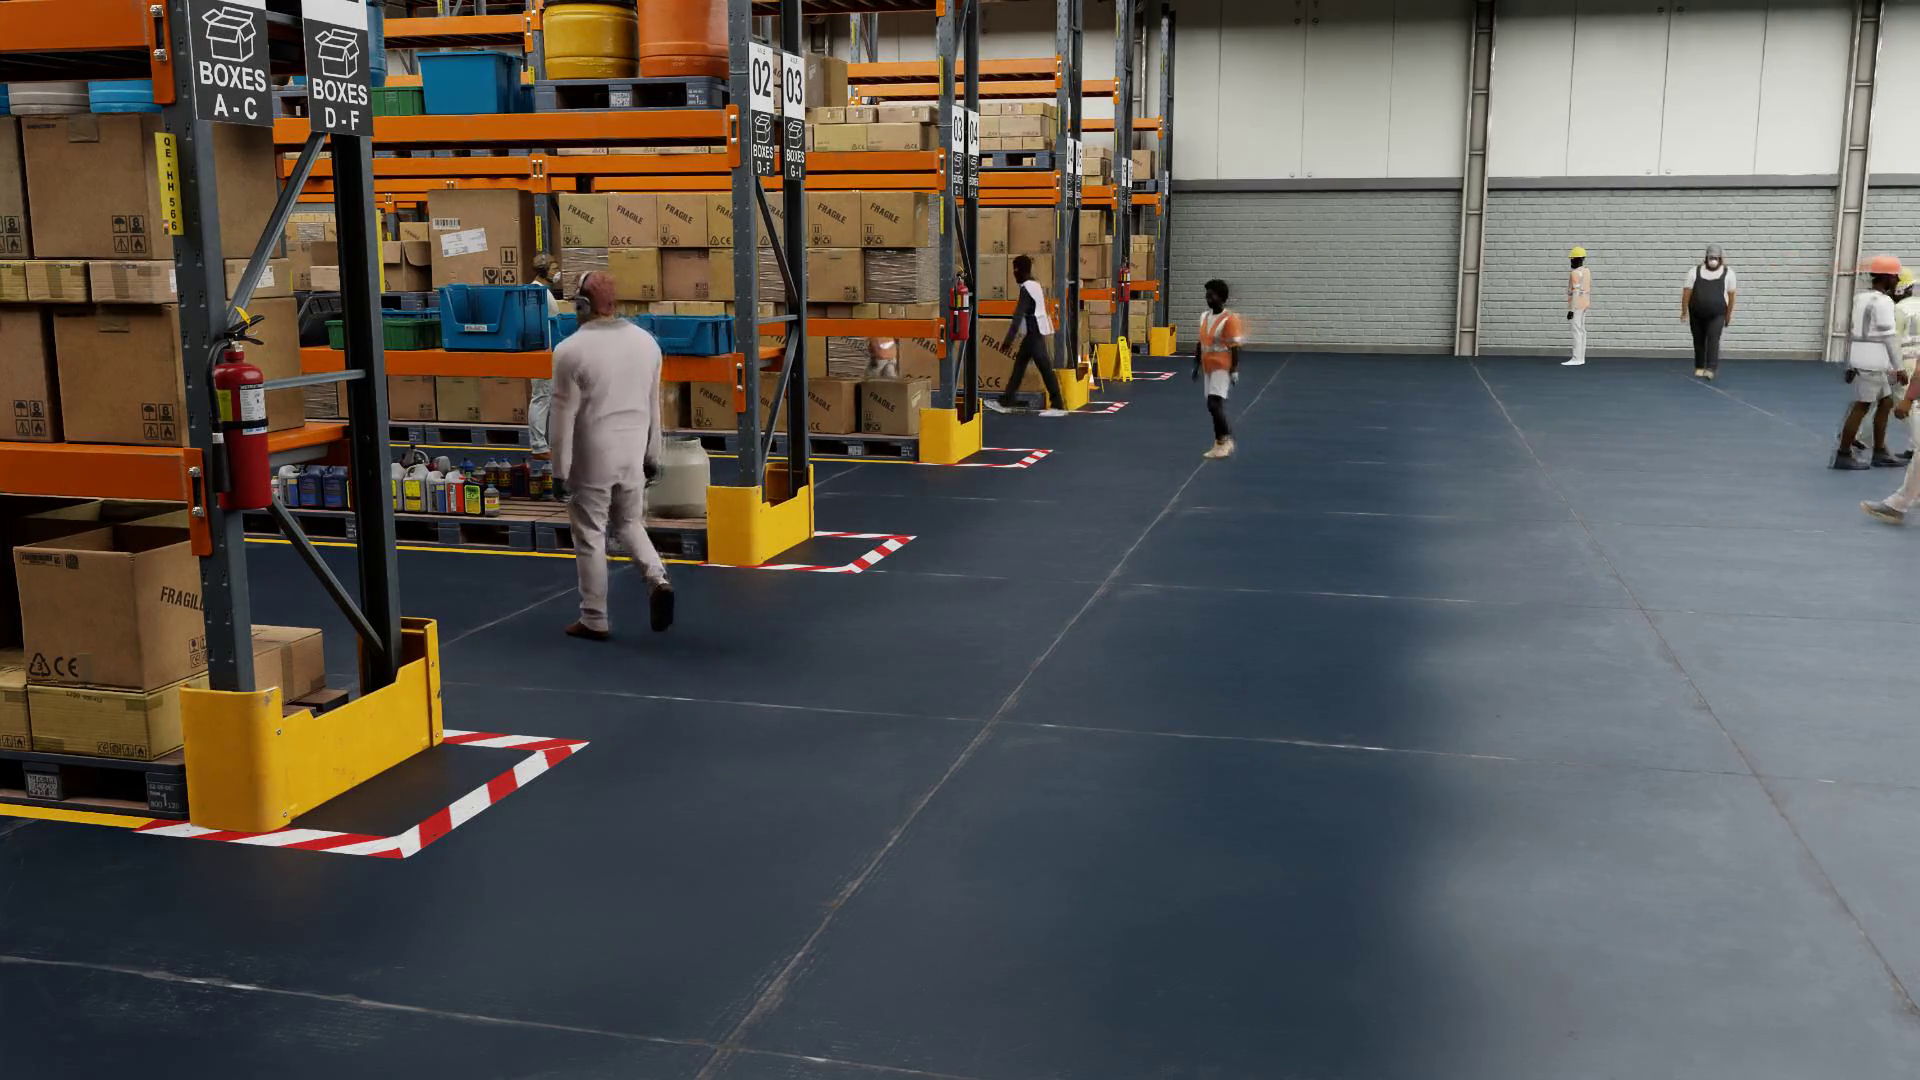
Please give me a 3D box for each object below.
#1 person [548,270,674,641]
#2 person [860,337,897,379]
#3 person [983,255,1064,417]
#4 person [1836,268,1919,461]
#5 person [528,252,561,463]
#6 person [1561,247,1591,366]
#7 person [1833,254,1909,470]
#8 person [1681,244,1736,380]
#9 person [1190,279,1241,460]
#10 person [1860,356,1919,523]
[{"bbox_3d":[-1.773,-0.406,8.377,0.594,1.890,0.666,9,13,40],"label":"person"},{"bbox_3d":[-0.864,-1.936,17.636,0.488,1.614,0.536,4,11,21],"label":"person"},{"bbox_3d":[0.753,-2.358,19.297,1.008,1.853,0.625,2,10,9],"label":"person"},{"bbox_3d":[8.669,-1.636,15.525,0.614,1.777,0.913,-9,14,-42],"label":"person"},{"bbox_3d":[-3.841,-1.673,15.334,0.371,1.931,0.624,-3,11,-16],"label":"person"},{"bbox_3d":[10.052,-3.802,27.116,0.386,1.927,0.589,8,13,38],"label":"person"},{"bbox_3d":[8.176,-1.551,14.685,0.782,1.909,0.555,3,11,14],"label":"person"},{"bbox_3d":[11.086,-3.416,24.665,0.692,2.000,1.042,6,12,31],"label":"person"},{"bbox_3d":[2.378,-1.570,15.438,0.395,1.686,0.547,-5,11,-24],"label":"person"},{"bbox_3d":[6.908,-1.009,11.630,0.616,1.945,1.017,-9,13,-40],"label":"person"}]
